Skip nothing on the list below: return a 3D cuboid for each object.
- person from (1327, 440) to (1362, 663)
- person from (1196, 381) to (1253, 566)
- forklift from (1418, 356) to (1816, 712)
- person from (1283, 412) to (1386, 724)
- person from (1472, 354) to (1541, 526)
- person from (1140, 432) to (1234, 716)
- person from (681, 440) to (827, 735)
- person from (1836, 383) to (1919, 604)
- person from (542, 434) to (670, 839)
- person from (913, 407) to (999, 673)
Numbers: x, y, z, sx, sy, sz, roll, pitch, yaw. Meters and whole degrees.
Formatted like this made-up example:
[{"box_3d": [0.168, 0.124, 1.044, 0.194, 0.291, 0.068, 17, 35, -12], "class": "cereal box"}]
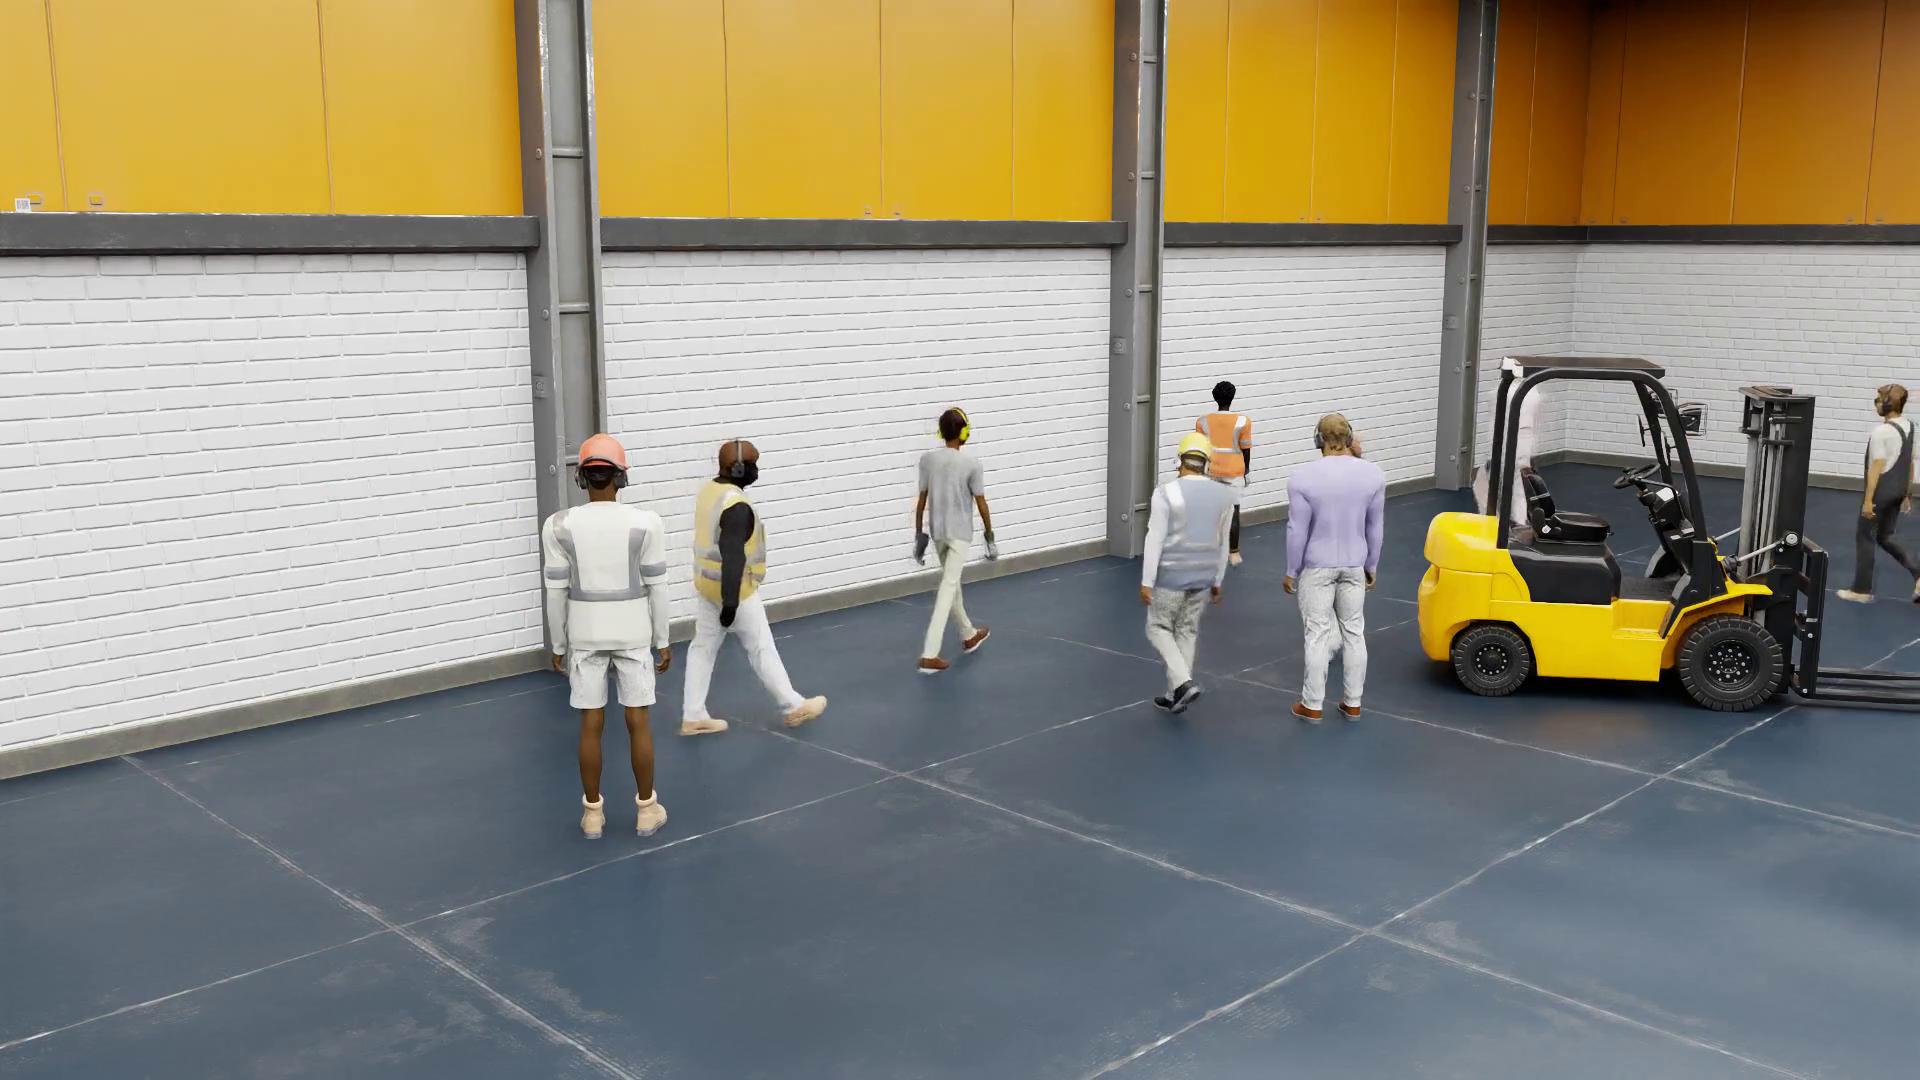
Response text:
[{"box_3d": [2.713, 0.052, 11.903, 0.537, 1.580, 0.920, 7, 12, 32], "class": "person"}, {"box_3d": [2.401, -0.605, 15.201, 0.532, 1.694, 0.320, 4, 11, 20], "class": "person"}, {"box_3d": [4.276, -0.101, 11.076, 2.313, 2.155, 1.214, 2, 11, 13], "class": "forklift"}, {"box_3d": [2.293, 0.178, 10.266, 0.627, 1.934, 0.370, -2, 11, -9], "class": "person"}, {"box_3d": [5.192, -0.833, 15.893, 0.688, 1.885, 0.593, -6, 12, -31], "class": "person"}, {"box_3d": [1.402, 0.233, 10.350, 0.636, 1.793, 0.478, -5, 12, -26], "class": "person"}, {"box_3d": [-1.280, 0.286, 10.075, 0.955, 1.791, 0.622, -6, 12, -28], "class": "person"}, {"box_3d": [7.548, -0.350, 13.447, 0.510, 1.827, 0.698, -6, 12, -29], "class": "person"}, {"box_3d": [-1.749, 0.485, 8.317, 0.605, 2.034, 0.390, -1, 10, -5], "class": "person"}, {"box_3d": [-0.020, -0.020, 11.669, 0.525, 1.811, 1.003, 7, 12, 32], "class": "person"}]
